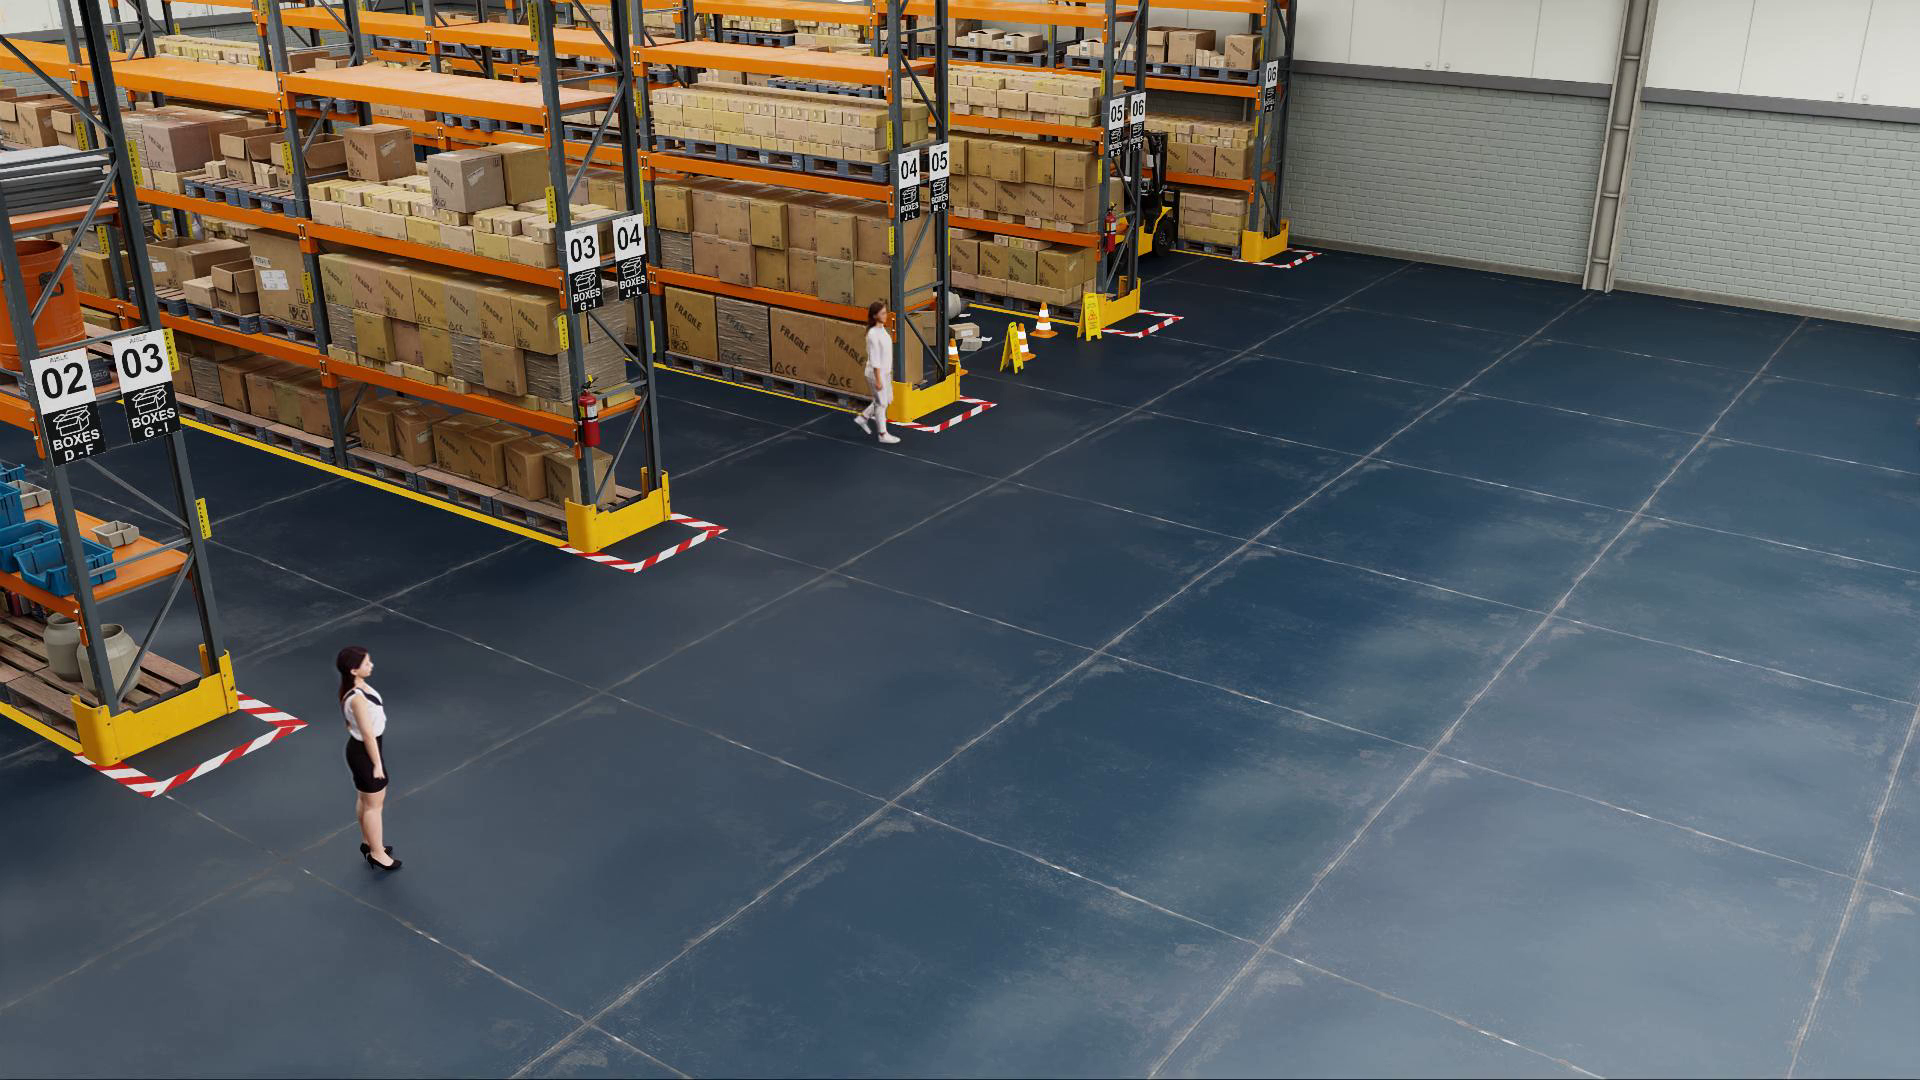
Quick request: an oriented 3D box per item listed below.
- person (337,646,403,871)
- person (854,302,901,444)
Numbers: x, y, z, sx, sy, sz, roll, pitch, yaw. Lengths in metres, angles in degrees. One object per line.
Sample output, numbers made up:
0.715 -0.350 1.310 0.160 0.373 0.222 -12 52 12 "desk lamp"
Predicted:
-4.004 1.462 11.232 0.692 1.648 0.575 -13 26 -28 "person"
-0.993 -1.933 19.172 0.907 1.682 0.796 4 23 9 "person"
